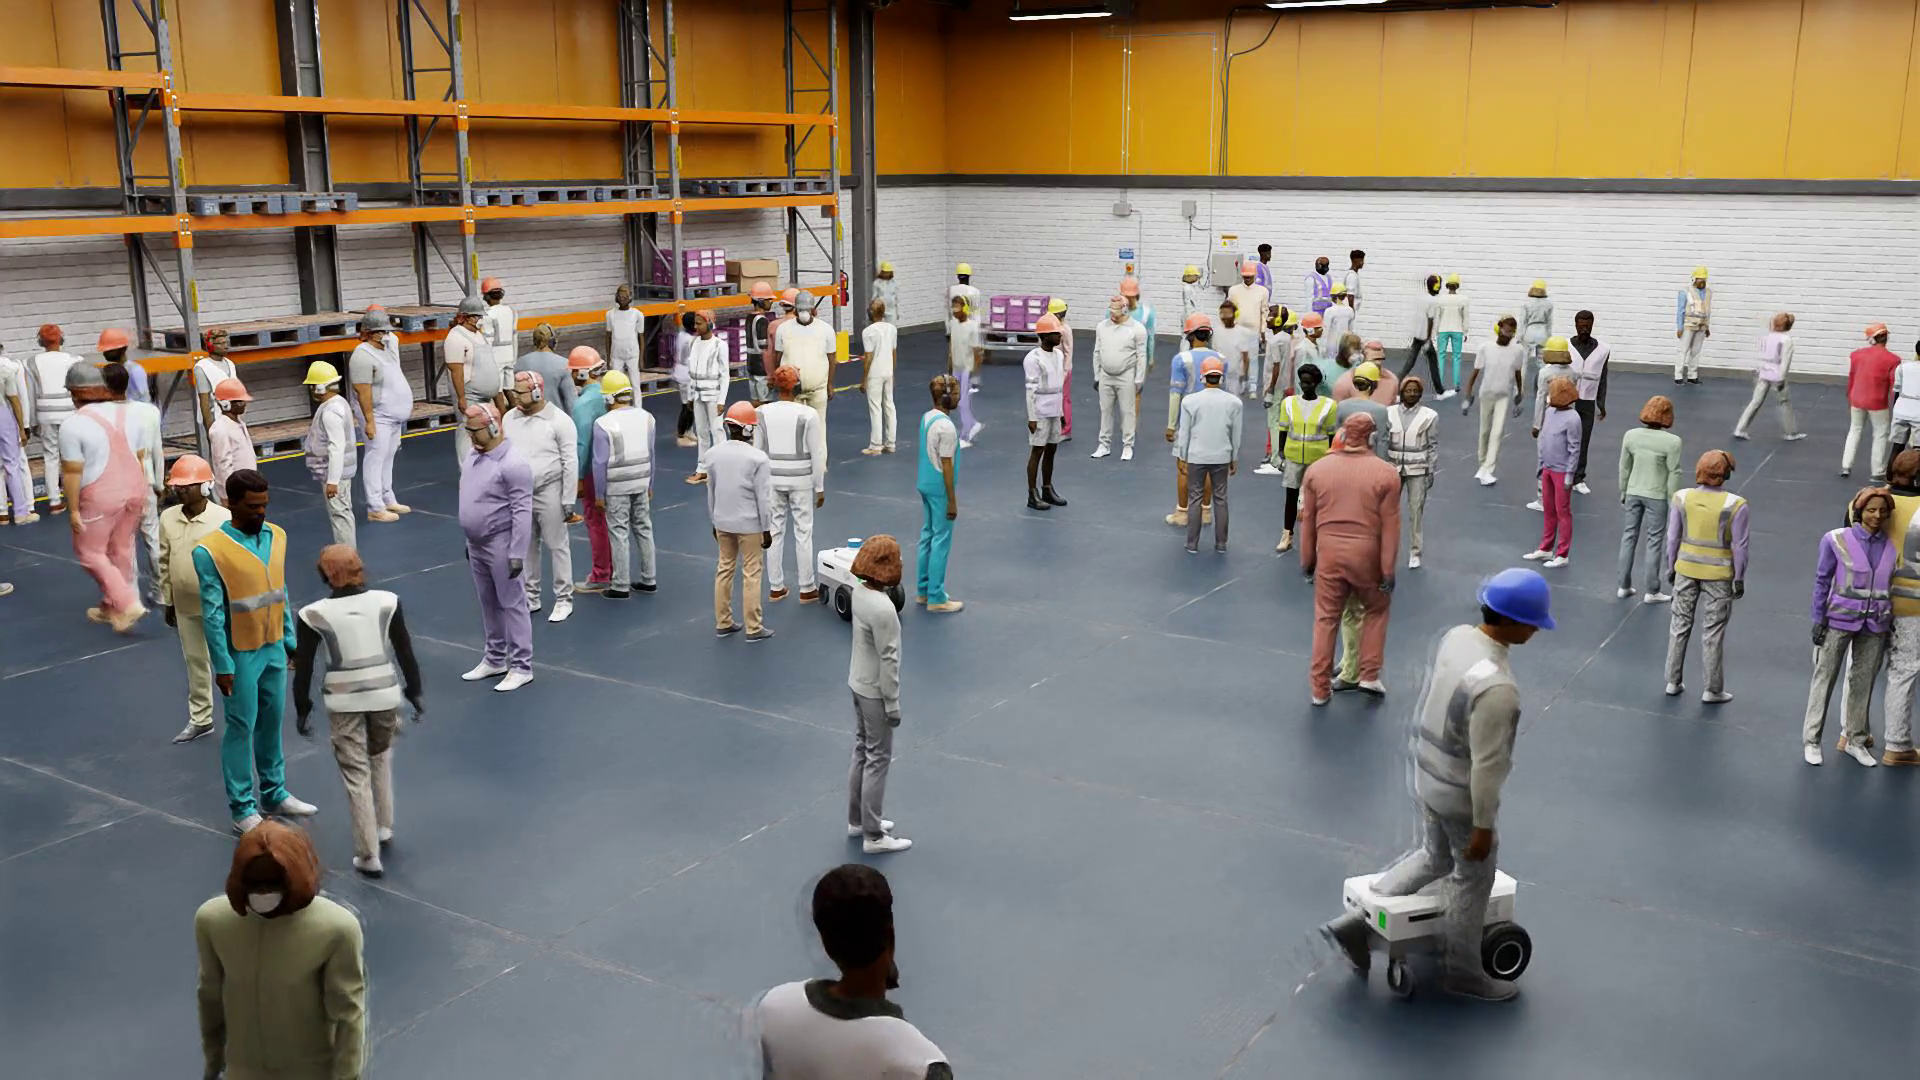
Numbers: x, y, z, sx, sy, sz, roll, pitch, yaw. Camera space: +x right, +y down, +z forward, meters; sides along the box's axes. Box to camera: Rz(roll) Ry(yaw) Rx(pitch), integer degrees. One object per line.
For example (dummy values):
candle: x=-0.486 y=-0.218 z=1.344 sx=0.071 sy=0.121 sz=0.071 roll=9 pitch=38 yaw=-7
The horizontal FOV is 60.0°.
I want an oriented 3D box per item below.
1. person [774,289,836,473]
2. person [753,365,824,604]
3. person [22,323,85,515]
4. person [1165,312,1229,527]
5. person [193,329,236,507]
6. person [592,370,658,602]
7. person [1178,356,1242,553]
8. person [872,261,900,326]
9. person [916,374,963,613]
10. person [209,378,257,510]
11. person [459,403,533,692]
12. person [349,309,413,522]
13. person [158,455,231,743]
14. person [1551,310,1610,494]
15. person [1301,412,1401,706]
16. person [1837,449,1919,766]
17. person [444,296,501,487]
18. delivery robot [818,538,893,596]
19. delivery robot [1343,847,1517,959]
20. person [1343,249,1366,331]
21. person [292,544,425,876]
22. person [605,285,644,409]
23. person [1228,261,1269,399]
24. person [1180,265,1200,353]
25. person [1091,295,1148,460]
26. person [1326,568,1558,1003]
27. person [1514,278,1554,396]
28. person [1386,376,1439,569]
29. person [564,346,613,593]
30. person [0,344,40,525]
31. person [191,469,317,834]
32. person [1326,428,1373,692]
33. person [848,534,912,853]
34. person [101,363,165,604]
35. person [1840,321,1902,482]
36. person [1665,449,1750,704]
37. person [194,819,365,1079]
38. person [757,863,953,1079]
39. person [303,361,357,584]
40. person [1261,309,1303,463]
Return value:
person: x=-1.708 y=-1.740 z=18.354 sx=0.680 sy=2.000 sz=0.537 roll=-1 pitch=13 yaw=-3
person: x=-1.327 y=-0.430 z=13.019 sx=0.574 sy=1.883 sz=0.356 roll=4 pitch=14 yaw=16
person: x=-8.813 y=-1.181 z=16.300 sx=0.584 sy=1.875 sz=0.353 roll=-6 pitch=14 yaw=-24
person: x=2.227 y=-1.134 z=15.765 sx=0.615 sy=2.028 sz=0.409 roll=-6 pitch=14 yaw=-26
person: x=-7.157 y=-1.123 z=16.103 sx=0.390 sy=1.846 sz=0.564 roll=1 pitch=13 yaw=5
person: x=-2.660 y=-0.428 z=13.151 sx=0.404 sy=1.823 sz=0.591 roll=10 pitch=16 yaw=37
person: x=2.202 y=-0.754 z=14.734 sx=0.557 sy=1.744 sz=0.345 roll=-2 pitch=13 yaw=-7
person: x=-1.260 y=-3.899 z=28.420 sx=0.482 sy=1.728 sz=0.433 roll=-4 pitch=14 yaw=-17
person: x=-0.149 y=-0.356 z=12.797 sx=0.338 sy=1.839 sz=0.504 roll=-5 pitch=14 yaw=-21
person: x=-5.736 y=-0.414 z=13.231 sx=0.324 sy=1.752 sz=0.562 roll=-2 pitch=13 yaw=-11
person: x=-3.073 y=0.042 z=10.933 sx=0.637 sy=1.903 sz=0.406 roll=12 pitch=17 yaw=41
person: x=-5.557 y=-1.213 z=16.066 sx=0.535 sy=2.000 sz=0.687 roll=0 pitch=13 yaw=-1
person: x=-4.496 y=0.357 z=9.879 sx=0.563 sy=1.755 sz=0.323 roll=2 pitch=13 yaw=11
person: x=6.415 y=-1.436 z=17.305 sx=0.597 sy=1.916 sz=0.371 roll=1 pitch=13 yaw=4
person: x=2.488 y=0.128 z=10.640 sx=0.655 sy=1.873 sz=0.574 roll=8 pitch=15 yaw=30
person: x=5.402 y=0.383 z=9.596 sx=0.429 sy=1.836 sz=0.633 roll=-7 pitch=15 yaw=-26
person: x=-5.148 y=-1.587 z=17.688 sx=0.535 sy=2.000 sz=0.679 roll=2 pitch=13 yaw=8
delivery robot: x=-0.813 y=0.232 z=12.851 sx=0.477 sy=0.478 sz=0.707 roll=-8 pitch=15 yaw=-31
delivery robot: x=2.007 y=1.553 z=7.121 sx=0.707 sy=0.478 sz=0.477 roll=-4 pitch=14 yaw=-18
person: x=6.544 y=-3.873 z=27.801 sx=0.393 sy=1.957 sz=0.601 roll=3 pitch=13 yaw=12
person: x=-2.967 y=0.813 z=8.206 sx=0.587 sy=1.607 sz=0.621 roll=-9 pitch=16 yaw=-34
person: x=-4.310 y=-2.348 z=21.417 sx=0.509 sy=1.847 sz=0.342 roll=0 pitch=13 yaw=1
person: x=4.143 y=-3.036 z=24.079 sx=0.611 sy=1.994 sz=0.379 roll=3 pitch=13 yaw=15
person: x=3.727 y=-3.580 z=26.987 sx=0.295 sy=1.744 sz=0.484 roll=2 pitch=13 yaw=10
person: x=1.823 y=-1.874 z=19.239 sx=0.641 sy=1.904 sz=0.401 roll=7 pitch=15 yaw=29
person: x=1.962 y=1.011 z=6.744 sx=0.731 sy=1.901 sz=0.663 roll=0 pitch=13 yaw=0
person: x=8.377 y=-2.949 z=24.284 sx=0.520 sy=1.725 sz=0.360 roll=0 pitch=13 yaw=0
person: x=3.802 y=-0.582 z=14.197 sx=0.522 sy=1.645 sz=0.305 roll=7 pitch=15 yaw=27
person: x=-2.952 y=-0.567 z=13.389 sx=0.406 sy=1.987 sz=0.615 roll=3 pitch=13 yaw=11
person: x=-9.114 y=-1.047 z=15.778 sx=0.512 sy=1.845 sz=0.340 roll=0 pitch=13 yaw=2
person: x=-3.664 y=0.570 z=8.616 sx=0.392 sy=1.914 sz=0.587 roll=4 pitch=14 yaw=17
person: x=2.534 y=0.123 z=10.902 sx=0.333 sy=1.750 sz=0.561 roll=4 pitch=14 yaw=17
person: x=-0.417 y=0.769 z=8.389 sx=0.280 sy=1.625 sz=0.493 roll=-4 pitch=14 yaw=-17
person: x=-6.412 y=-0.405 z=12.831 sx=0.392 sy=1.919 sz=0.590 roll=8 pitch=15 yaw=32
person: x=9.848 y=-1.489 z=17.941 sx=0.410 sy=1.730 sz=0.631 roll=-7 pitch=15 yaw=-28
person: x=4.778 y=0.235 z=10.671 sx=0.310 sy=1.637 sz=0.514 roll=-11 pitch=17 yaw=-41
person: x=-1.992 y=1.580 z=4.864 sx=0.520 sy=1.608 sz=0.546 roll=0 pitch=13 yaw=0
person: x=-0.233 y=1.679 z=3.964 sx=0.635 sy=1.852 sz=1.015 roll=12 pitch=17 yaw=41
person: x=-5.168 y=-0.560 z=13.694 sx=0.404 sy=1.828 sz=0.603 roll=-4 pitch=13 yaw=-16
person: x=3.708 y=-1.742 z=18.961 sx=0.525 sy=1.770 sz=0.306 roll=5 pitch=14 yaw=22
